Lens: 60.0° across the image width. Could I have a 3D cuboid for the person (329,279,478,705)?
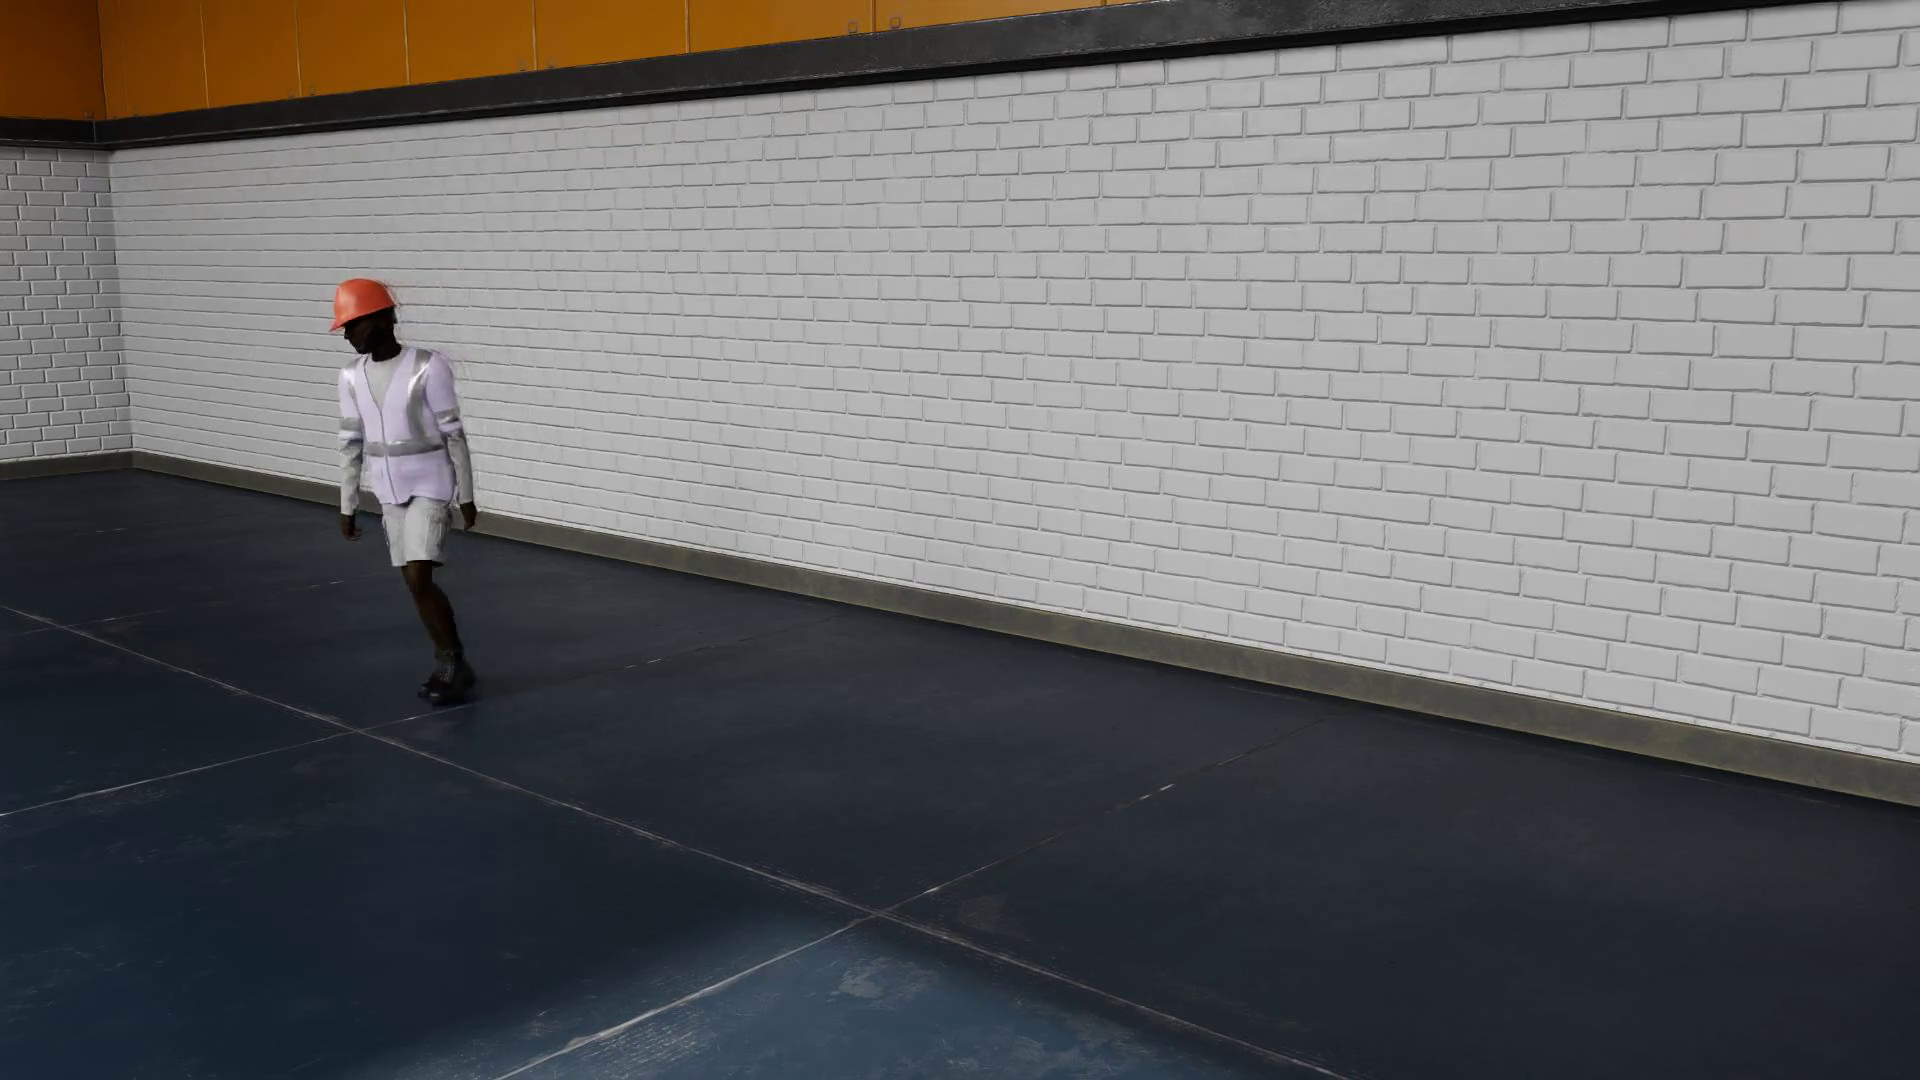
[{"bbox_3d":[-2.461,-0.206,7.384,0.555,1.887,0.567,4,11,20],"label":"person"}]
